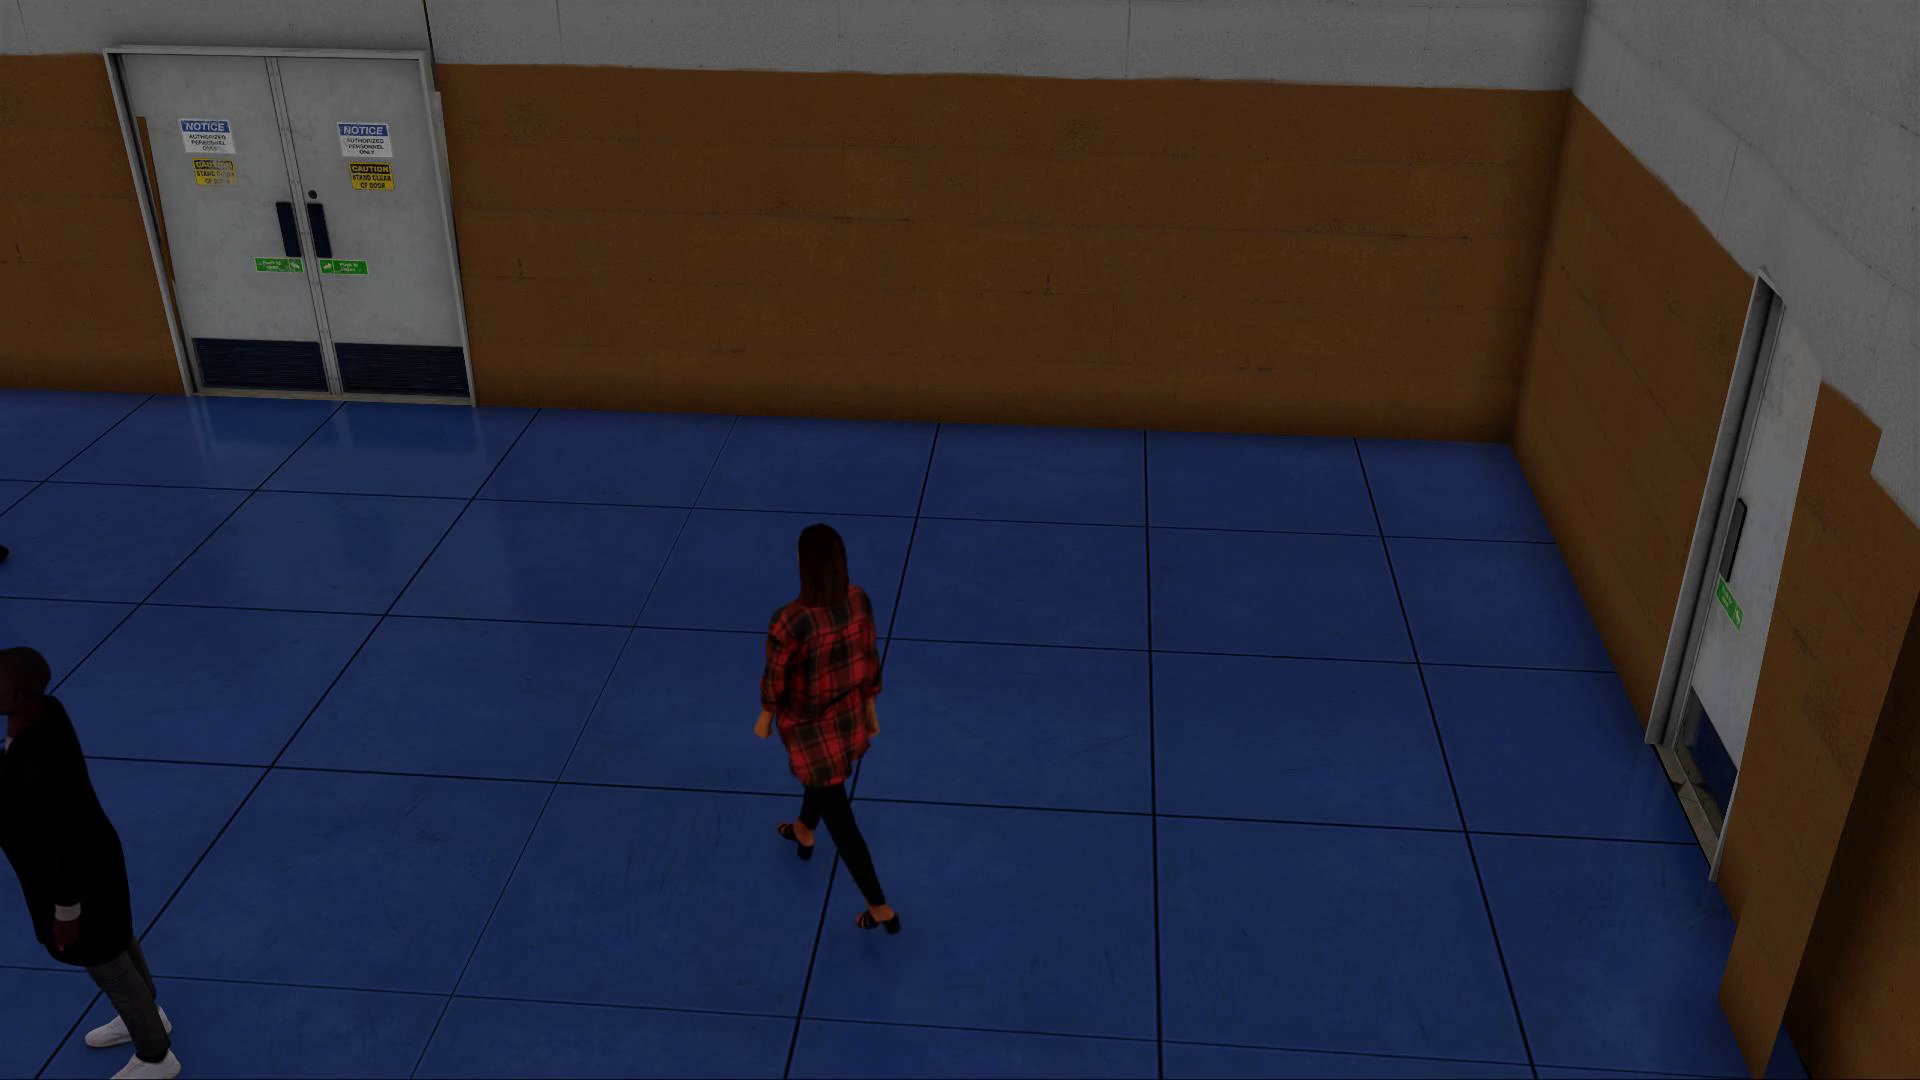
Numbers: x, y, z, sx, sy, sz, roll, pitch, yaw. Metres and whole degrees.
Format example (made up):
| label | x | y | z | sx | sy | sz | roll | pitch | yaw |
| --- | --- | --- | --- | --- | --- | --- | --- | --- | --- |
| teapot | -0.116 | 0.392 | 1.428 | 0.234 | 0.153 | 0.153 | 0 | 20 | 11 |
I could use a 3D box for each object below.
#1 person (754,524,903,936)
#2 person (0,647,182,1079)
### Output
| label | x | y | z | sx | sy | sz | roll | pitch | yaw |
| --- | --- | --- | --- | --- | --- | --- | --- | --- | --- |
| person | -0.471 | 0.758 | 6.308 | 1.099 | 1.663 | 1.114 | -25 | 37 | -37 |
| person | -2.940 | 1.106 | 5.570 | 0.790 | 1.760 | 0.676 | -13 | 31 | -22 |
